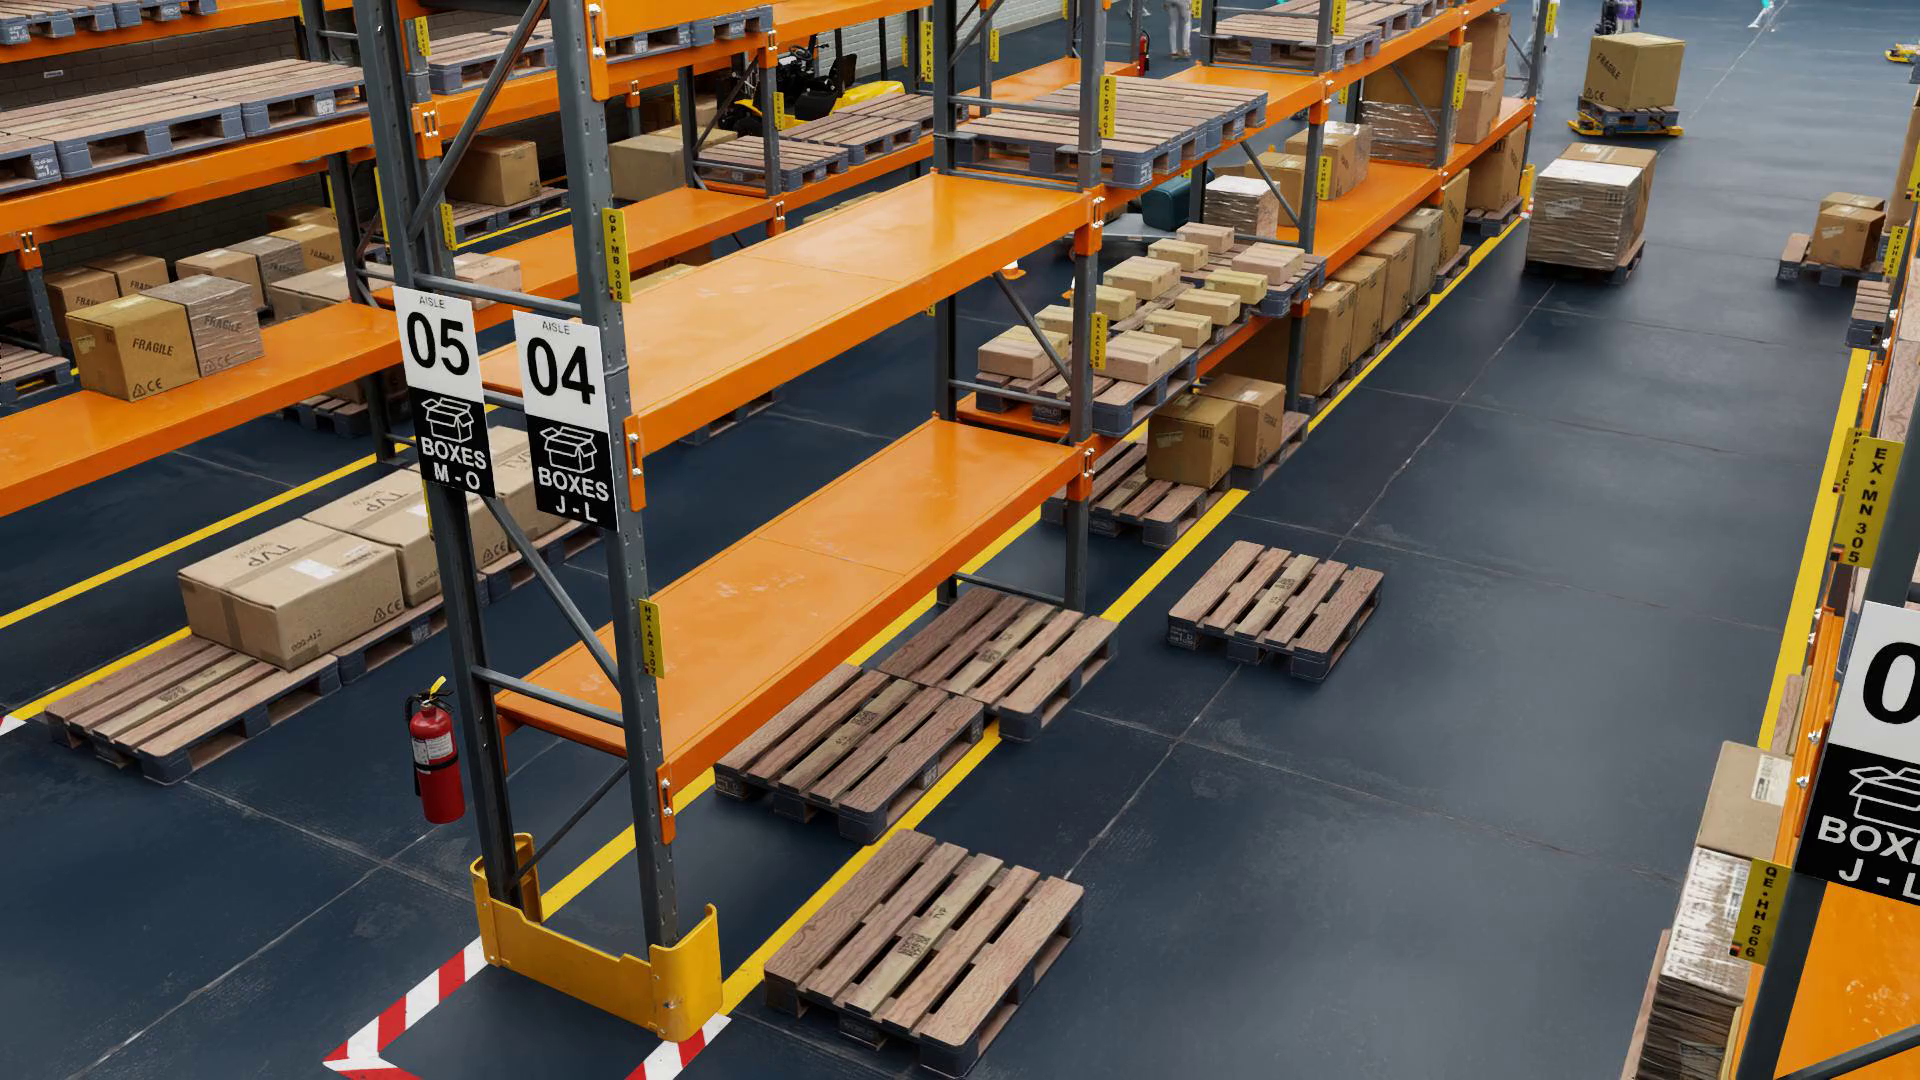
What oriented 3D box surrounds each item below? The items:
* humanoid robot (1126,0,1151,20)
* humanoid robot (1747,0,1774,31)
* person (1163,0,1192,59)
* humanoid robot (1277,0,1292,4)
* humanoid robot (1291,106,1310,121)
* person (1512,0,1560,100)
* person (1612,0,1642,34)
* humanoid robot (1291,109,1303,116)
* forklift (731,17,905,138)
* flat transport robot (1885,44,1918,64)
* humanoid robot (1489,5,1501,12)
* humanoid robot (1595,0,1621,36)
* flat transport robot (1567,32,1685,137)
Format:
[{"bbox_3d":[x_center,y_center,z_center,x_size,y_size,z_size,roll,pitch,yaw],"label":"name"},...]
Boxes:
[{"bbox_3d":[3.514,-11.258,33.053,0.957,1.767,0.531,-22,33,-38],"label":"humanoid robot"},{"bbox_3d":[15.359,-10.523,31.639,0.766,1.896,0.545,2,26,4],"label":"humanoid robot"},{"bbox_3d":[3.756,-9.360,28.915,0.681,1.894,0.464,15,30,29],"label":"person"},{"bbox_3d":[6.097,-10.212,30.864,0.895,1.743,0.555,1,26,3],"label":"humanoid robot"},{"bbox_3d":[5.051,-6.881,24.021,0.463,1.648,0.599,8,27,17],"label":"humanoid robot"},{"bbox_3d":[8.779,-7.631,25.325,0.607,1.892,0.625,-7,26,-13],"label":"person"},{"bbox_3d":[10.879,-8.658,27.409,0.628,1.936,0.693,-1,26,-2],"label":"person"},{"bbox_3d":[5.169,-6.965,24.198,0.587,1.634,0.551,19,32,34],"label":"humanoid robot"},{"bbox_3d":[-1.819,-5.975,21.543,2.313,2.155,1.214,14,29,26],"label":"forklift"},{"bbox_3d":[16.842,-8.384,28.763,1.431,0.231,0.659,10,27,20],"label":"flat transport robot"},{"bbox_3d":[9.154,-9.387,29.187,0.537,1.828,0.670,-9,27,-19],"label":"humanoid robot"},{"bbox_3d":[10.276,-8.015,26.377,0.335,1.659,0.598,22,33,38],"label":"humanoid robot"},{"bbox_3d":[9.441,-5.895,23.591,1.431,0.231,0.659,0,26,0],"label":"flat transport robot"}]
